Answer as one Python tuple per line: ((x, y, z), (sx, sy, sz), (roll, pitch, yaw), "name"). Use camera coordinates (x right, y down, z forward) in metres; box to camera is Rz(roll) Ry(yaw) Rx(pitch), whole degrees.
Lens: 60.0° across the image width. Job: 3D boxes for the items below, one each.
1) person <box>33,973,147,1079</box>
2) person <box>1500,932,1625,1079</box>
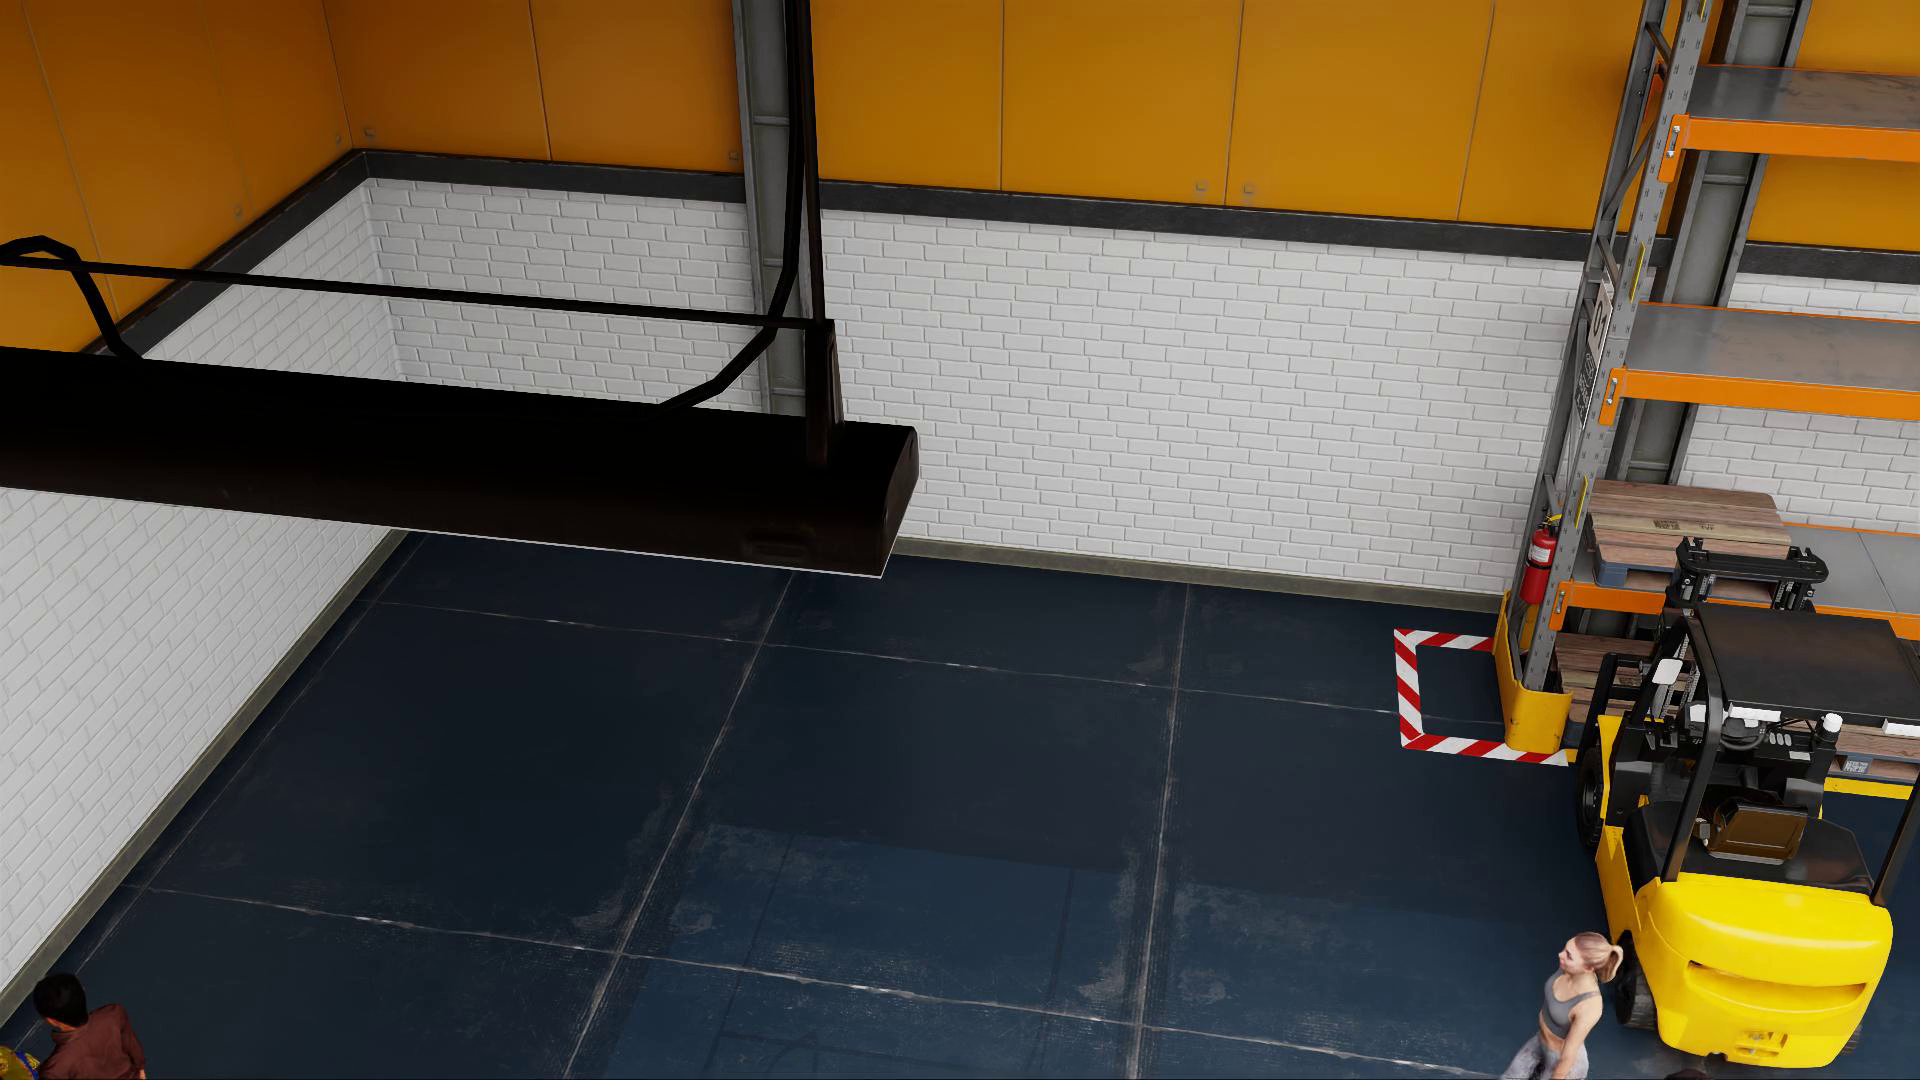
((-3.859, 2.629, 7.611), (0.574, 1.779, 0.678), (11, 35, 16), "person")
((2.923, 2.474, 7.917), (0.611, 1.699, 0.616), (3, 34, 4), "person")
